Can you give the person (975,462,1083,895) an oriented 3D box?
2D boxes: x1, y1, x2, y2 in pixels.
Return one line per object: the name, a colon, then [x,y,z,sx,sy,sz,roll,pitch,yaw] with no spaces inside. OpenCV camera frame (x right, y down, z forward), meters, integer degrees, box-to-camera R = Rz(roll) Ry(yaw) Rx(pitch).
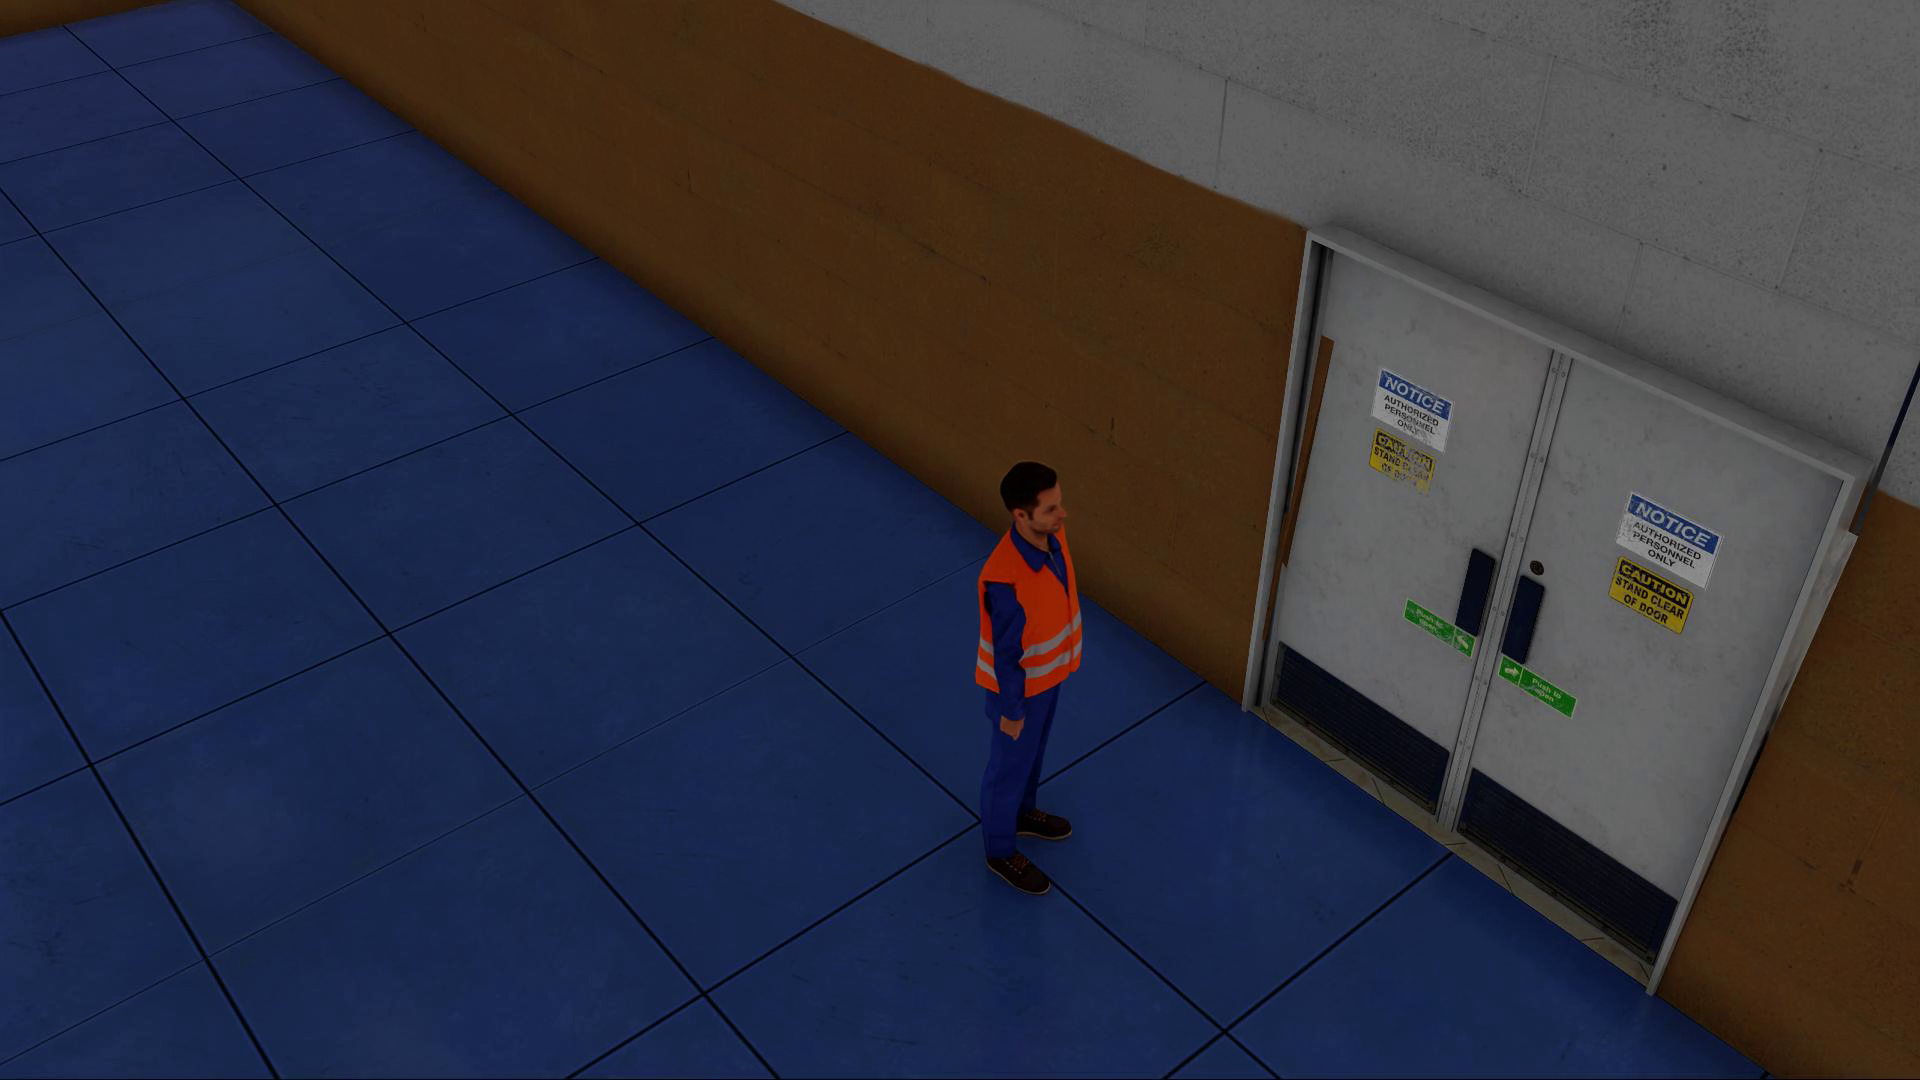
person: [0.239,0.488,6.070,0.841,1.864,0.721,13,39,17]
